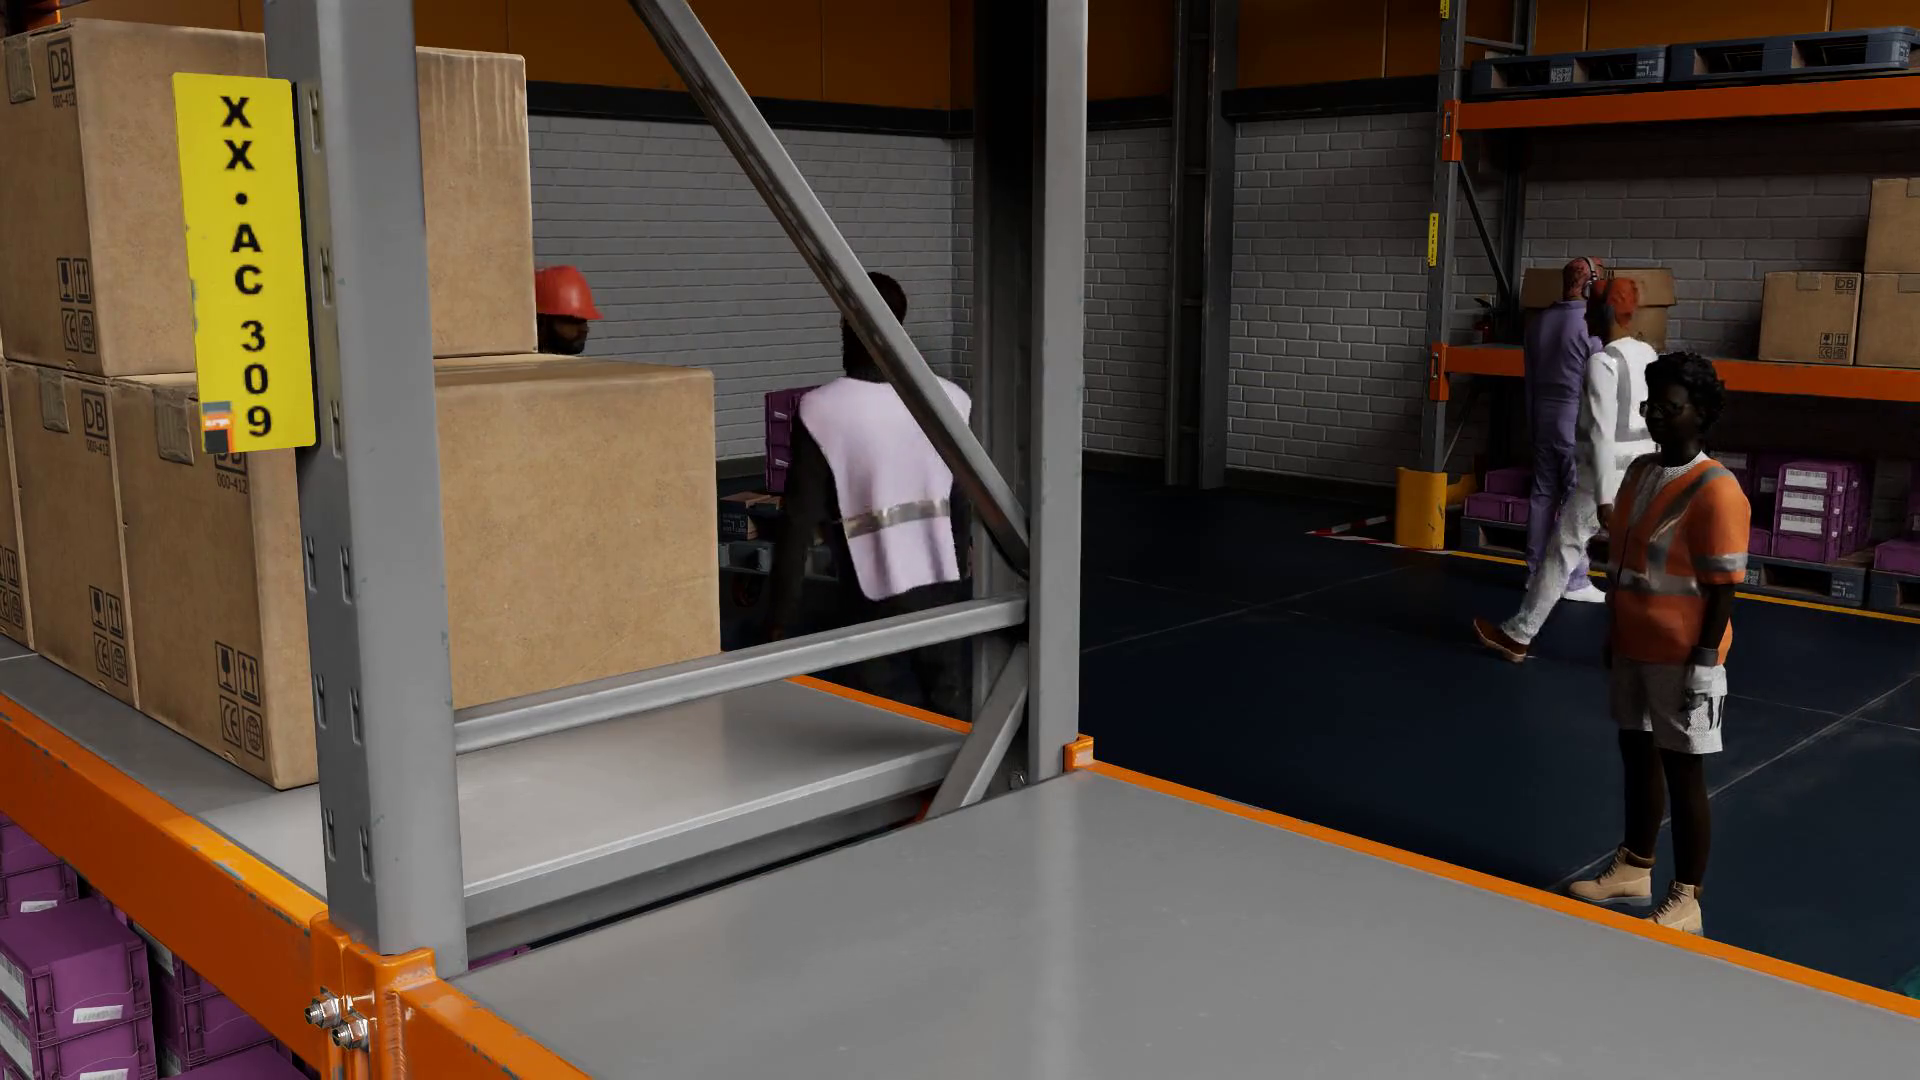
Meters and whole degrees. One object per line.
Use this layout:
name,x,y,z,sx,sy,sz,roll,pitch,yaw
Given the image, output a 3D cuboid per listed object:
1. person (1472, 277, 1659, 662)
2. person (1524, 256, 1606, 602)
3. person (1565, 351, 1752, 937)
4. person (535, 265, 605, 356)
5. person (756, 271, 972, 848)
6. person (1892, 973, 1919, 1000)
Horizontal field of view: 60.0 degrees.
person,2.910,-0.280,7.633,0.584,1.827,0.986,-8,13,-38
person,3.413,-0.610,9.236,0.407,1.908,0.641,-4,11,-22
person,2.017,0.309,4.788,0.315,1.700,0.541,-1,10,-8
person,-1.422,-0.043,6.151,0.819,1.907,0.566,4,11,21
person,-0.230,0.171,4.966,0.757,1.919,0.513,-7,12,-33
person,2.429,0.461,3.786,0.491,1.752,0.547,1,10,7
